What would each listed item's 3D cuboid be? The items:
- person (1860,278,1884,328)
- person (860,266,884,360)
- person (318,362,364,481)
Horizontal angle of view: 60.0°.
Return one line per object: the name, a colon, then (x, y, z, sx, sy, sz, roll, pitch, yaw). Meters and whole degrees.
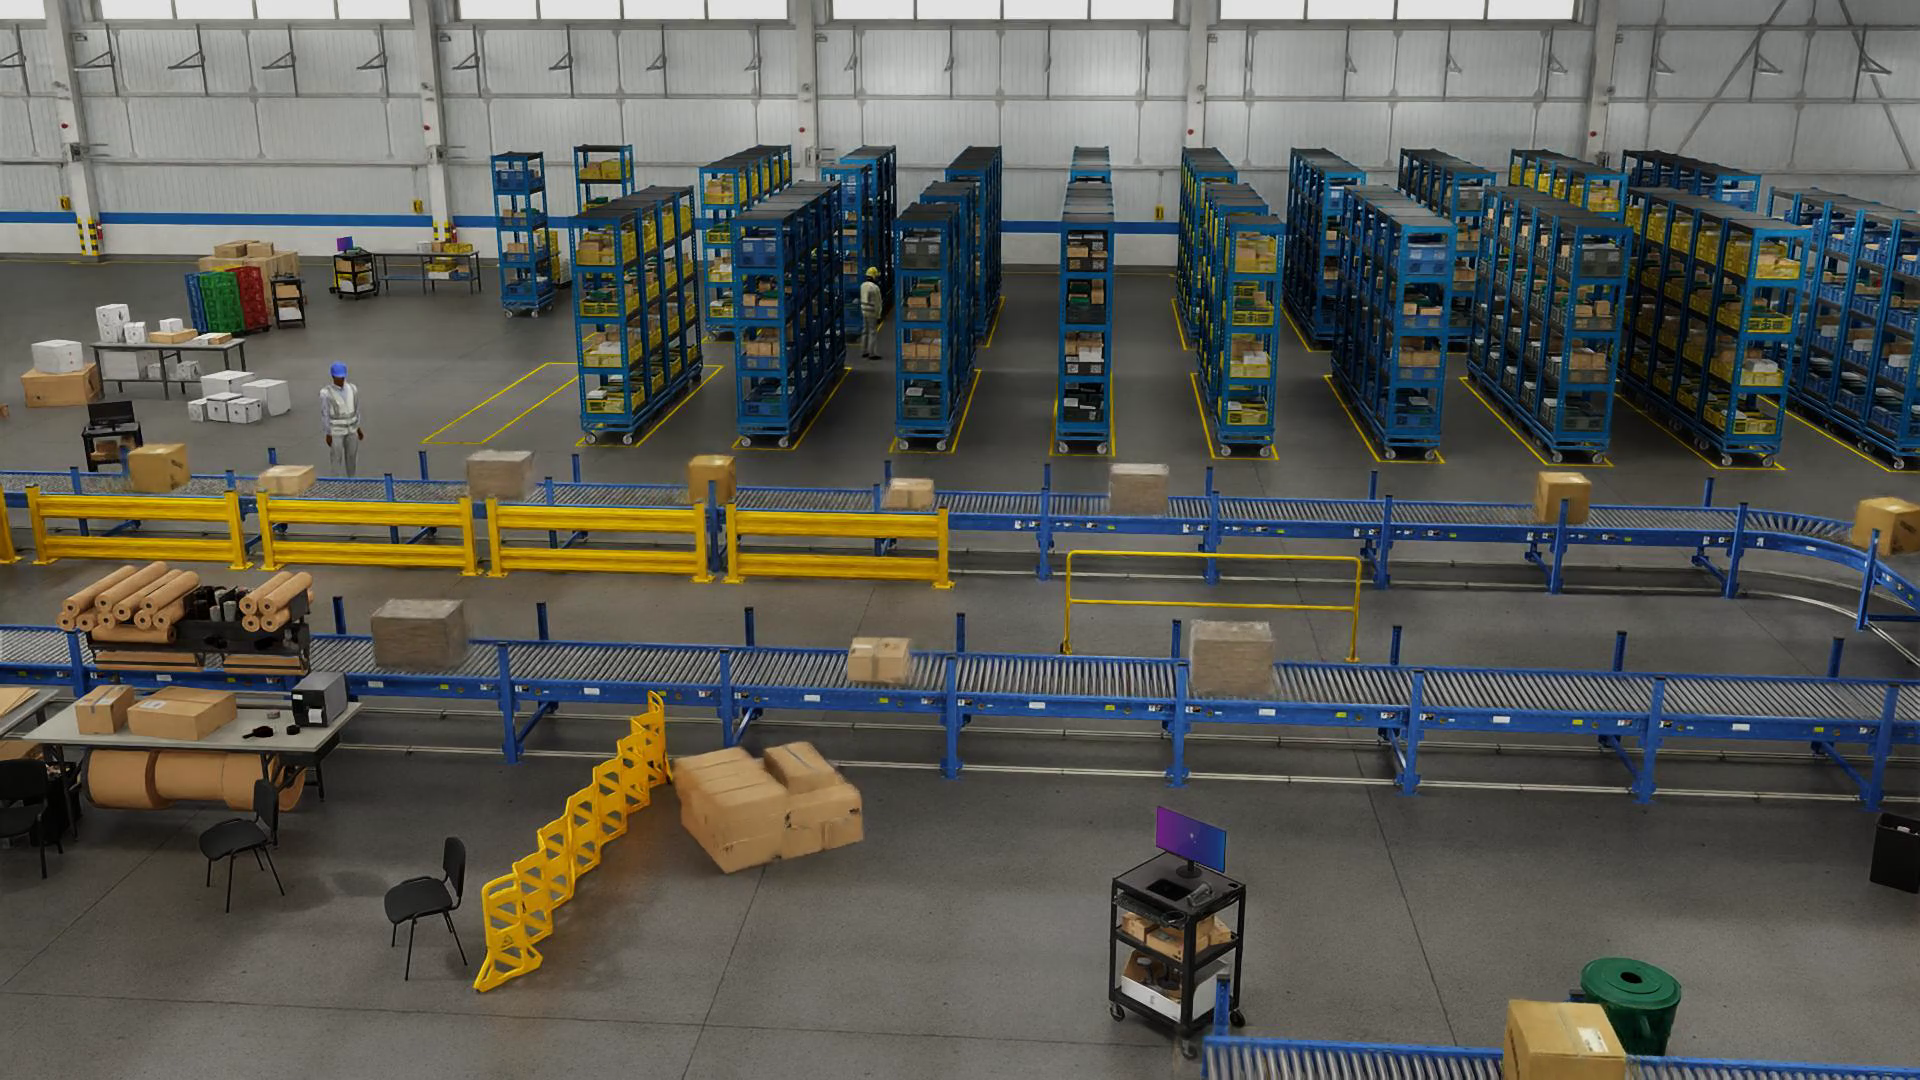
person: (17.132, -4.044, 31.411, 0.695, 1.824, 0.585, -1, 18, -2)
person: (-1.735, -4.464, 32.730, 0.404, 1.827, 0.600, -11, 21, -31)
person: (-8.620, -1.537, 23.253, 0.403, 1.944, 0.605, 11, 21, 32)
